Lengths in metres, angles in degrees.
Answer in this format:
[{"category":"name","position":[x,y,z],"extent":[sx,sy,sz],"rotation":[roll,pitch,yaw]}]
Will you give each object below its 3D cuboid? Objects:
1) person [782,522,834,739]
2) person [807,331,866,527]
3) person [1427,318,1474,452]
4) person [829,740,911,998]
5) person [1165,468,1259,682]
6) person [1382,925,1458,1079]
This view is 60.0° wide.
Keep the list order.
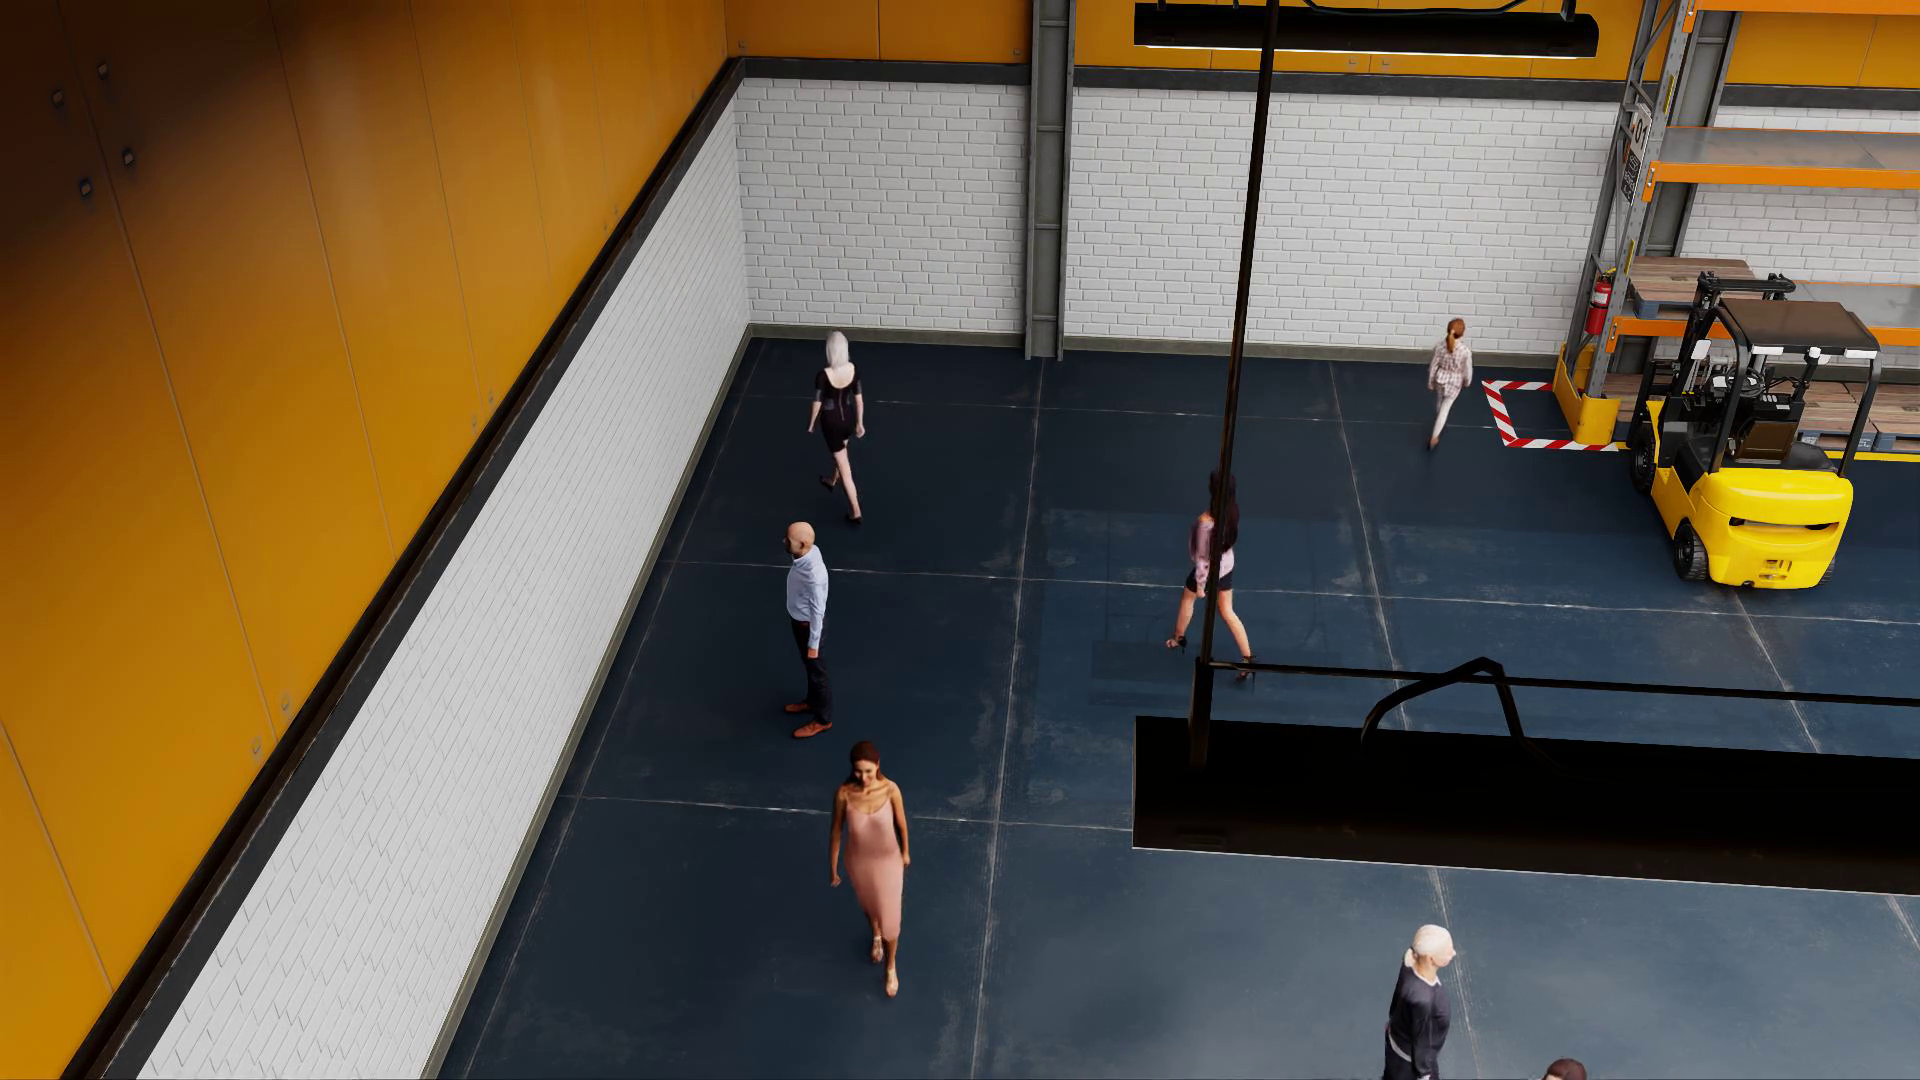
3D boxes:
[{"category":"person","position":[-1.104,0.630,12.105],"extent":[0.705,1.791,0.723],"rotation":[-10,35,-14]},{"category":"person","position":[-0.996,-0.924,14.439],"extent":[1.034,1.796,1.075],"rotation":[-24,40,-31]},{"category":"person","position":[4.587,-1.444,15.703],"extent":[0.953,1.263,0.887],"rotation":[21,39,28]},{"category":"person","position":[-0.529,1.890,10.189],"extent":[0.708,1.813,0.722],"rotation":[0,34,0]},{"category":"person","position":[2.005,0.306,12.611],"extent":[1.093,1.771,1.171],"rotation":[-26,42,-34]},{"category":"person","position":[2.360,2.736,9.023],"extent":[1.101,1.695,0.699],"rotation":[7,34,10]}]
